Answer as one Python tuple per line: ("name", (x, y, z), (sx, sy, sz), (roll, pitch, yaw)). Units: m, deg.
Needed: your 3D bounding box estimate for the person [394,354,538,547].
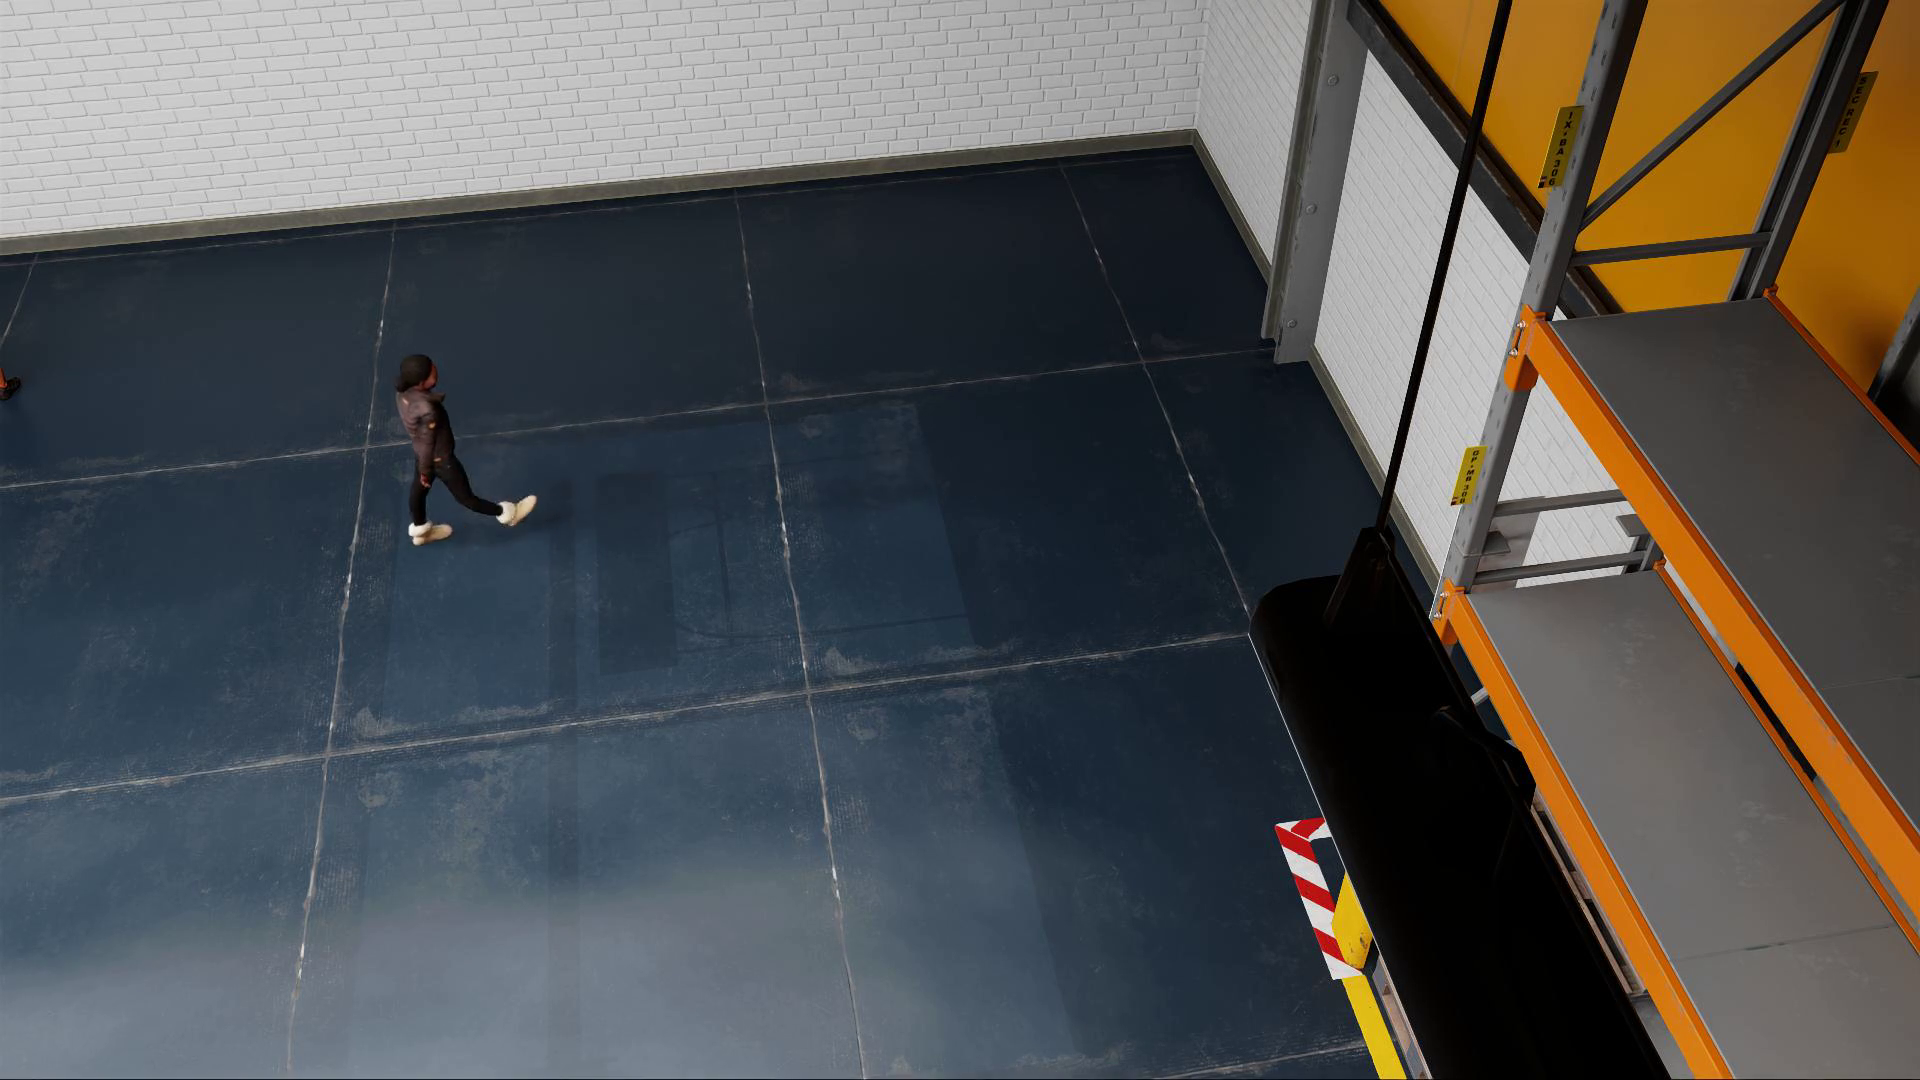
("person", (-3.398, -0.627, 11.210), (0.946, 1.633, 1.100), (5, 44, 6))
